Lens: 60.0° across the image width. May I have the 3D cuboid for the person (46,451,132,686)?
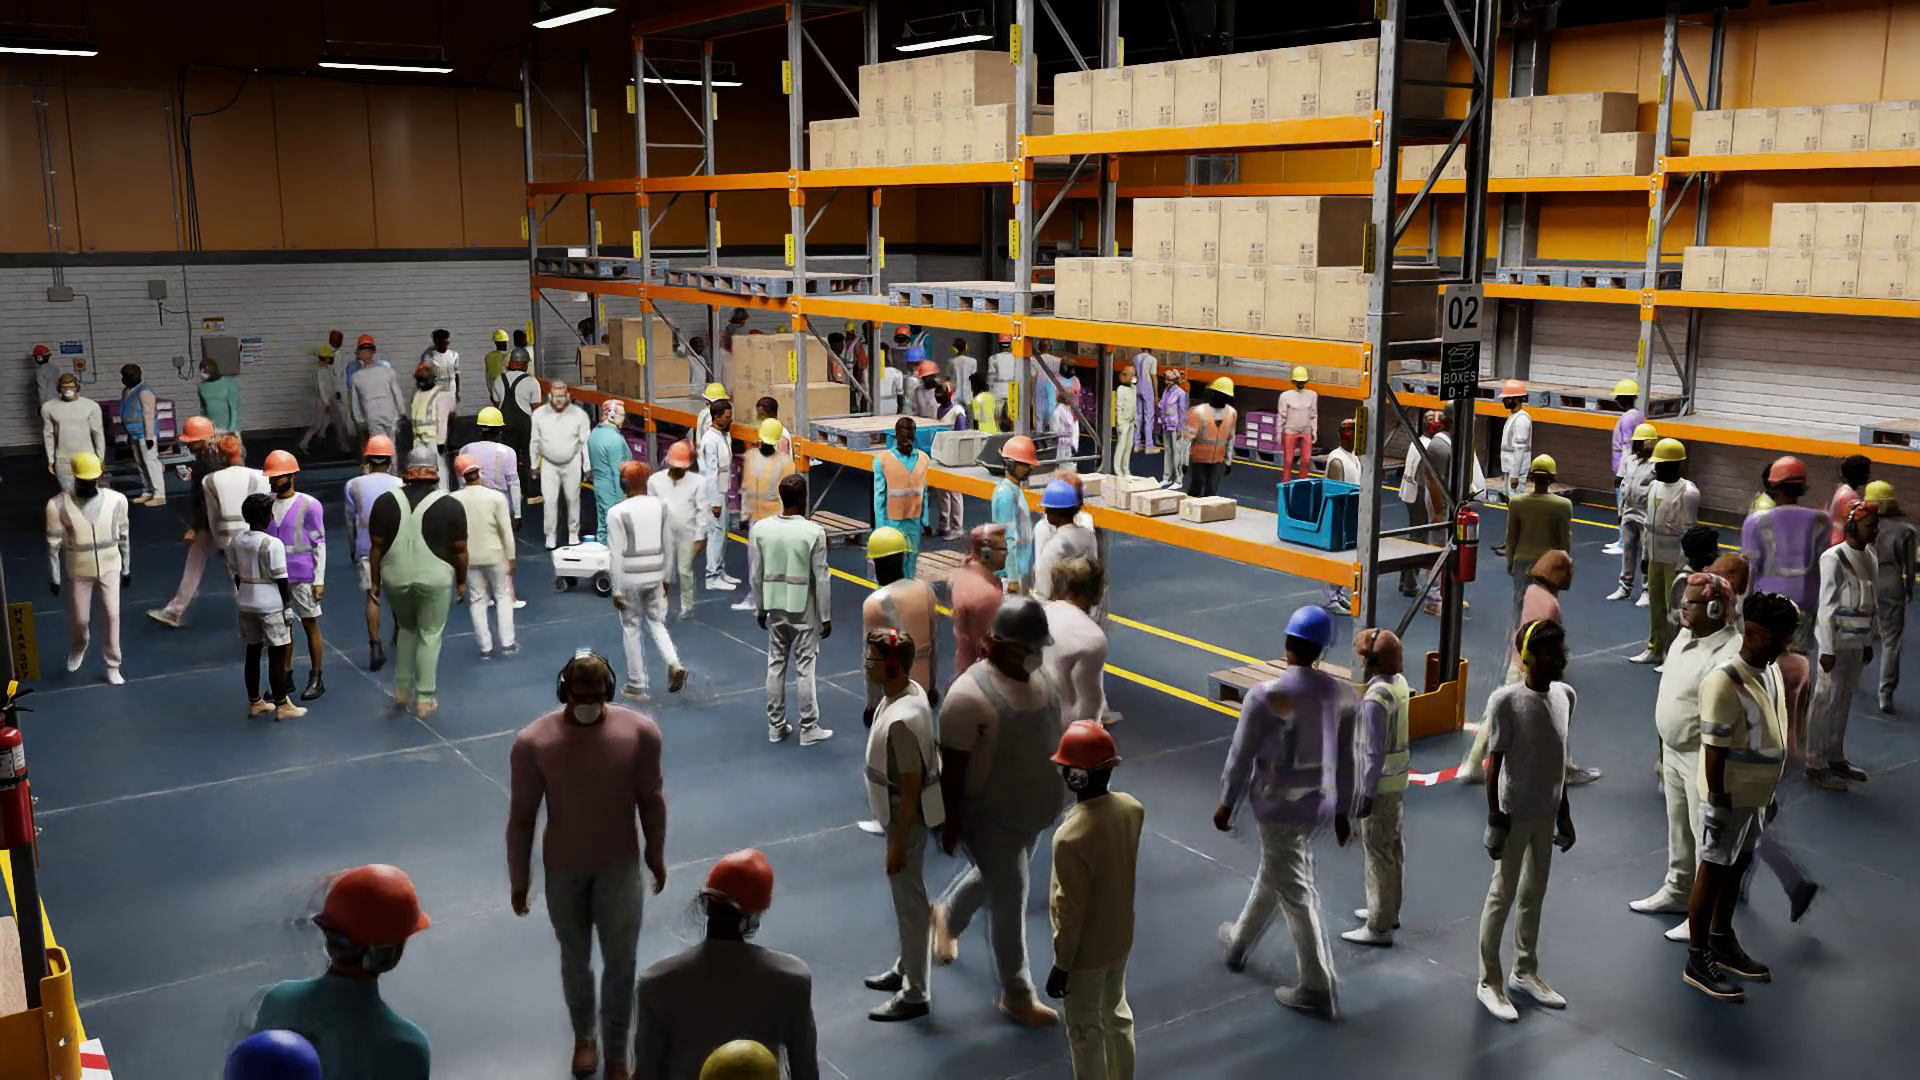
[{"bbox_3d":[-6.916,0.203,13.218,0.601,1.894,0.740,-8,14,-37],"label":"person"}]

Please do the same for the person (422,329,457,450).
[{"bbox_3d":[-8.266,-2.388,26.379,0.584,1.921,0.646,6,13,30],"label":"person"}]

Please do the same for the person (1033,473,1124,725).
[{"bbox_3d":[0.826,0.451,12.043,0.601,1.843,0.902,-9,14,-39],"label":"person"}]

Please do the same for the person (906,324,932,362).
[{"bbox_3d":[-0.787,-3.162,30.585,0.639,1.830,0.429,10,15,42],"label":"person"}]

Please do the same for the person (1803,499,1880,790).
[{"bbox_3d":[5.773,0.669,10.836,0.573,1.883,0.356,-9,14,-37],"label":"person"}]

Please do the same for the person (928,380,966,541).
[{"bbox_3d":[-0.128,-0.914,19.031,0.375,1.844,0.567,-7,13,-34],"label":"person"}]

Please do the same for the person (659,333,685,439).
[{"bbox_3d":[-4.766,-2.532,27.459,0.504,1.799,0.986,-7,13,-34],"label":"person"}]

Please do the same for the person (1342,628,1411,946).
[{"bbox_3d":[2.137,1.251,8.484,0.312,1.636,0.520,6,12,27],"label":"person"}]

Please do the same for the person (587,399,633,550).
[{"bbox_3d":[-3.418,-0.443,16.485,0.406,1.902,0.639,-7,13,-33],"label":"person"}]

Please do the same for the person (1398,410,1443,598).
[{"bbox_3d":[4.502,-0.354,16.224,0.417,1.828,0.561,1,11,3],"label":"person"}]

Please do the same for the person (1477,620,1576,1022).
[{"bbox_3d":[2.647,1.283,7.715,0.512,1.877,0.328,-6,12,-26],"label":"person"}]

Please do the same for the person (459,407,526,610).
[{"bbox_3d":[-4.384,-0.287,15.613,0.593,1.924,0.381,2,11,12],"label":"person"}]

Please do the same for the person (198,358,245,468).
[{"bbox_3d":[-9.555,-1.397,21.411,0.619,1.875,0.897,1,11,4],"label":"person"}]

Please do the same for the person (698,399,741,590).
[{"bbox_3d":[-2.416,-0.450,16.509,0.396,1.908,0.600,0,11,-1],"label":"person"}]

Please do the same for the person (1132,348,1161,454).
[{"bbox_3d":[2.899,-2.261,25.926,0.345,1.846,0.508,-9,14,-40],"label":"person"}]

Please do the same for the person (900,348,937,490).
[{"bbox_3d":[-0.669,-1.645,22.598,0.937,1.903,0.641,4,12,21],"label":"person"}]

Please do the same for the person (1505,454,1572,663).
[{"bbox_3d":[4.756,0.174,13.699,0.526,1.760,0.332,7,13,33],"label":"person"}]

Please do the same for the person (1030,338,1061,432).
[{"bbox_3d":[1.321,-2.212,25.691,0.506,1.839,0.343,0,11,-1],"label":"person"}]

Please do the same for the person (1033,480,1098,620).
[{"bbox_3d":[0.598,0.537,11.411,0.887,1.911,0.618,6,12,27],"label":"person"}]

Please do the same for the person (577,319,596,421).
[{"bbox_3d":[-6.380,-2.832,28.638,0.374,1.933,0.625,-3,11,-15],"label":"person"}]

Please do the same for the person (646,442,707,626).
[{"bbox_3d":[-2.580,-0.050,14.989,0.598,1.692,0.814,1,11,3],"label":"person"}]

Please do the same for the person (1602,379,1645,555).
[{"bbox_3d":[7.271,-0.794,18.208,0.388,1.927,0.589,6,13,29],"label":"person"}]

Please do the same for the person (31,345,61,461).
[{"bbox_3d":[-13.859,-2.084,25.251,0.341,1.750,0.565,0,11,-2],"label":"person"}]

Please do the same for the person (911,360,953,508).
[{"bbox_3d":[-0.339,-1.371,21.299,0.559,1.887,0.999,6,13,29],"label":"person"}]

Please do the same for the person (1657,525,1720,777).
[{"bbox_3d":[4.814,0.733,10.981,0.316,1.695,0.542,7,13,32],"label":"person"}]

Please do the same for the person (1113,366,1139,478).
[{"bbox_3d":[2.326,-1.612,23.180,0.301,1.623,0.507,7,13,33],"label":"person"}]

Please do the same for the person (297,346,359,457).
[{"bbox_3d":[-9.787,-2.124,25.551,0.900,1.732,0.528,1,11,5],"label":"person"}]

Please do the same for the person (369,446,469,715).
[{"bbox_3d":[-4.009,0.274,12.448,0.709,2.000,0.620,0,11,-1],"label":"person"}]

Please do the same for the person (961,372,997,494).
[{"bbox_3d":[0.345,-1.390,21.936,0.849,1.657,0.535,8,14,35],"label":"person"}]

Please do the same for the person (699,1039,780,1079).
[{"bbox_3d":[-0.558,2.058,4.117,0.494,1.730,0.324,3,11,15],"label":"person"}]

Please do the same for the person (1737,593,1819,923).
[{"bbox_3d":[4.267,1.146,8.756,0.544,1.742,0.697,-6,13,-29],"label":"person"}]

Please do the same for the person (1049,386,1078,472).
[{"bbox_3d":[1.266,-1.093,20.525,0.497,1.614,0.530,3,11,16],"label":"person"}]

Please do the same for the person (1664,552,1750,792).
[{"bbox_3d":[4.852,0.868,10.507,0.692,1.607,0.519,3,12,17],"label":"person"}]

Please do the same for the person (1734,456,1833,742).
[{"bbox_3d":[5.791,0.416,11.753,0.615,2.041,0.395,0,11,1],"label":"person"}]

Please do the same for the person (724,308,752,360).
[{"bbox_3d":[-4.015,-3.271,30.591,0.535,2.000,0.744,-8,14,-36],"label":"person"}]

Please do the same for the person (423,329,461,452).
[{"bbox_3d":[-8.065,-2.325,25.991,0.405,1.950,0.608,9,14,39],"label":"person"}]

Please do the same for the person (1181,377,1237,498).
[{"bbox_3d":[2.798,-0.950,19.149,0.671,1.882,0.720,-6,13,-28],"label":"person"}]

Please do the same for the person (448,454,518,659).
[{"bbox_3d":[-4.043,0.134,13.998,0.594,1.717,0.443,0,11,-2],"label":"person"}]

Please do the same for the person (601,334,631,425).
[{"bbox_3d":[-5.589,-2.393,26.699,0.732,1.807,0.623,-2,11,-8],"label":"person"}]

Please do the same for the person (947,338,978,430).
[{"bbox_3d":[0.086,-2.196,25.596,0.548,1.840,0.480,4,12,20],"label":"person"}]

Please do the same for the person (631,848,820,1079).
[{"bbox_3d":[-0.741,1.840,5.287,0.583,1.706,0.754,0,11,-2],"label":"person"}]

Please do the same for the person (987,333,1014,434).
[{"bbox_3d":[0.684,-2.249,25.656,0.546,1.928,0.382,-2,11,-11],"label":"person"}]

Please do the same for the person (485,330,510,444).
[{"bbox_3d":[-7.137,-2.313,25.975,0.587,1.930,0.359,6,12,27],"label":"person"}]

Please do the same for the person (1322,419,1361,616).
[{"bbox_3d":[3.544,-0.220,15.496,0.392,1.838,0.561,6,12,26],"label":"person"}]

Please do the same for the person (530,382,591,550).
[{"bbox_3d":[-4.432,-0.810,18.447,0.701,1.863,0.923,-1,11,-7],"label":"person"}]

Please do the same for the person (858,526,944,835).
[{"bbox_3d":[-0.280,0.872,9.782,0.680,1.897,0.592,8,14,36],"label":"person"}]

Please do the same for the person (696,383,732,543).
[{"bbox_3d":[-2.783,-0.871,18.874,0.403,1.824,0.596,-3,12,-17],"label":"person"}]
